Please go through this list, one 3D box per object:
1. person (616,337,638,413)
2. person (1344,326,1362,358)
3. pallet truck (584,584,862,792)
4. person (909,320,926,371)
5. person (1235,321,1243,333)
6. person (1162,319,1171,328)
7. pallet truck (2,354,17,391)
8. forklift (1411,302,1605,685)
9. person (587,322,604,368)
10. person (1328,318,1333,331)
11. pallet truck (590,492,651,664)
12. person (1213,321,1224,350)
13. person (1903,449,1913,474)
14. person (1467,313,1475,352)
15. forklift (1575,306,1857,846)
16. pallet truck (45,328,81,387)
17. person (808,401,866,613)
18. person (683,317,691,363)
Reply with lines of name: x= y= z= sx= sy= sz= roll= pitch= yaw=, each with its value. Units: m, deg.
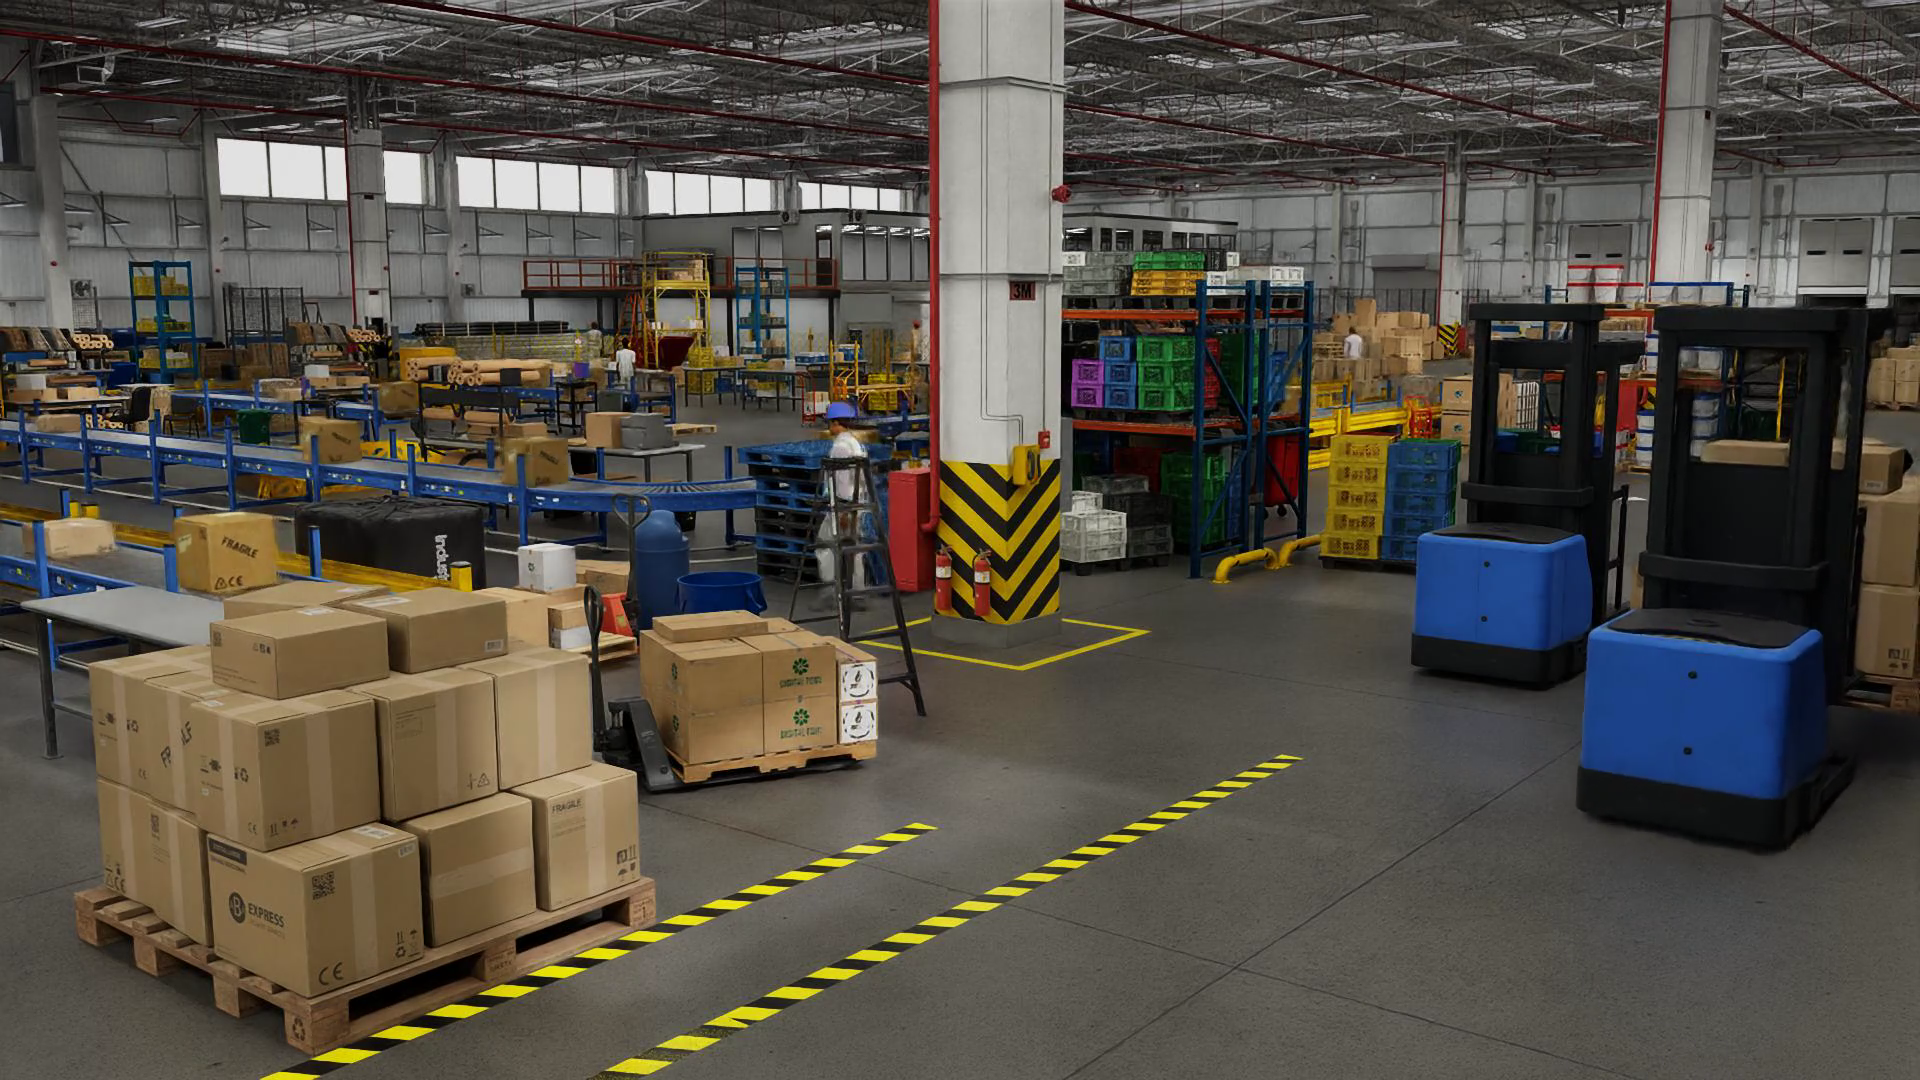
person: x=-7.850 y=-3.844 z=39.194 sx=0.520 sy=1.873 sz=0.328 roll=2 pitch=9 yaw=10
person: x=11.984 y=-5.561 z=50.642 sx=0.634 sy=1.917 sz=0.819 roll=-5 pitch=10 yaw=-28
pallet truck: x=-1.426 y=0.805 z=10.019 sx=1.601 sy=1.201 sz=0.680 roll=-4 pitch=9 yaw=-26
person: x=-1.571 y=-7.187 z=61.590 sx=0.738 sy=1.909 sz=0.548 roll=4 pitch=9 yaw=24
person: x=13.145 y=-9.806 z=79.608 sx=0.825 sy=1.814 sz=0.537 roll=0 pitch=8 yaw=0
person: x=7.539 y=-7.196 z=61.401 sx=1.059 sy=2.003 sz=0.612 roll=-1 pitch=8 yaw=-5
pallet truck: x=-24.881 y=-4.417 z=42.634 sx=1.885 sy=1.965 sz=0.823 roll=8 pitch=11 yaw=41
forklift: x=4.379 y=-0.438 z=12.852 sx=1.129 sy=2.768 sz=1.873 roll=7 pitch=11 yaw=37
person: x=-13.270 y=-6.998 z=60.571 sx=0.609 sy=1.831 sz=0.966 roll=1 pitch=9 yaw=8
person: x=18.581 y=-10.307 z=83.388 sx=0.389 sy=1.686 sz=0.547 roll=3 pitch=9 yaw=19
pallet truck: x=-3.115 y=0.344 z=12.883 sx=0.653 sy=1.274 sz=1.630 roll=7 pitch=11 yaw=37
person: x=7.850 y=-5.690 z=51.074 sx=0.537 sy=2.000 sz=0.682 roll=6 pitch=11 yaw=37
person: x=7.630 y=0.054 z=13.621 sx=0.537 sy=1.665 sz=0.836 roll=8 pitch=12 yaw=44
person: x=24.400 y=-9.917 z=79.898 sx=0.931 sy=1.939 sz=0.665 roll=-4 pitch=9 yaw=-24
forklift: x=4.328 y=0.086 z=9.317 sx=1.129 sy=2.768 sz=1.873 roll=7 pitch=11 yaw=37
pallet truck: x=-23.775 y=-4.544 z=43.495 sx=1.885 sy=1.965 sz=0.823 roll=6 pitch=10 yaw=35
person: x=-1.150 y=-0.295 z=15.110 sx=0.670 sy=1.913 sz=0.614 roll=1 pitch=9 yaw=10
person: x=-11.249 y=-8.256 z=68.760 sx=0.384 sy=1.924 sz=0.589 roll=0 pitch=8 yaw=-2
